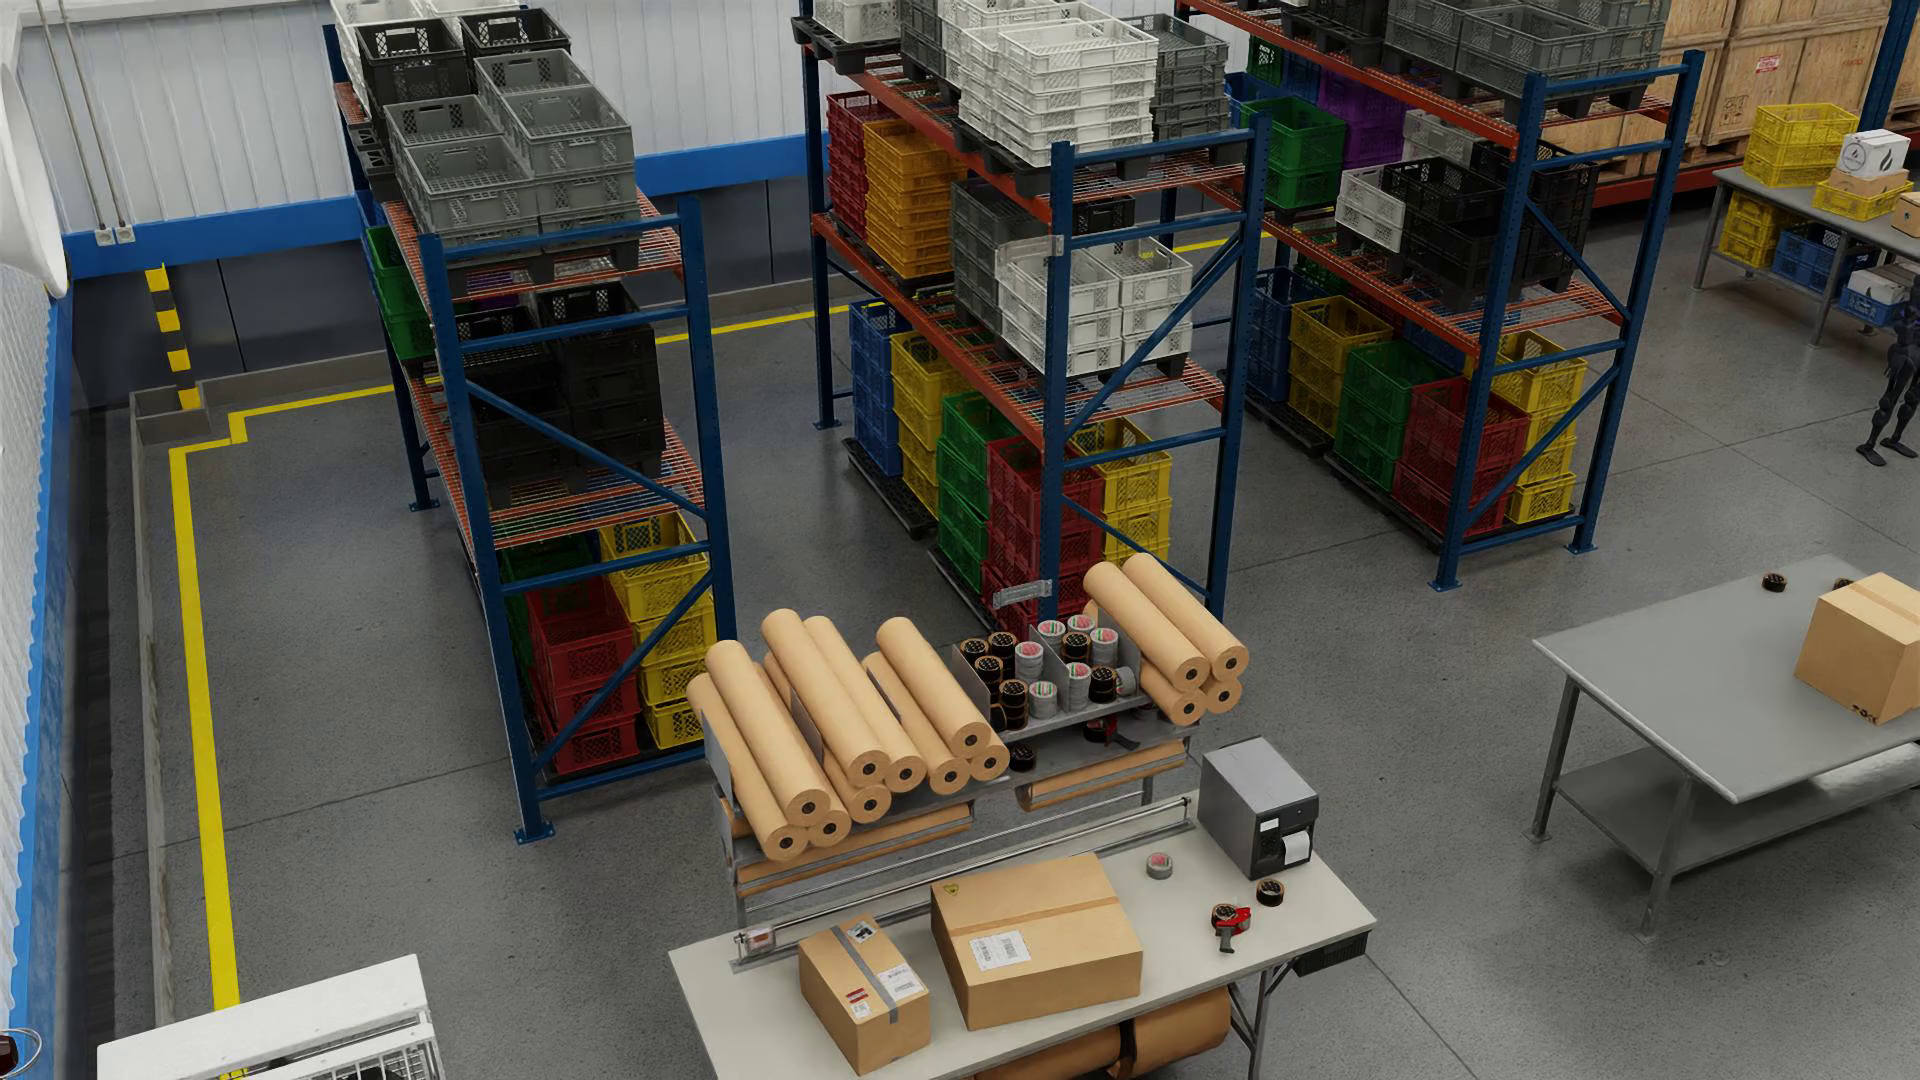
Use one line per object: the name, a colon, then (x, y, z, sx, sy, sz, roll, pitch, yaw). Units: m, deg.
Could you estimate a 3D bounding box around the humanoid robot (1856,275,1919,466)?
humanoid robot: (6.212, -1.272, 10.677, 0.589, 1.660, 0.327, -12, 34, -19)
